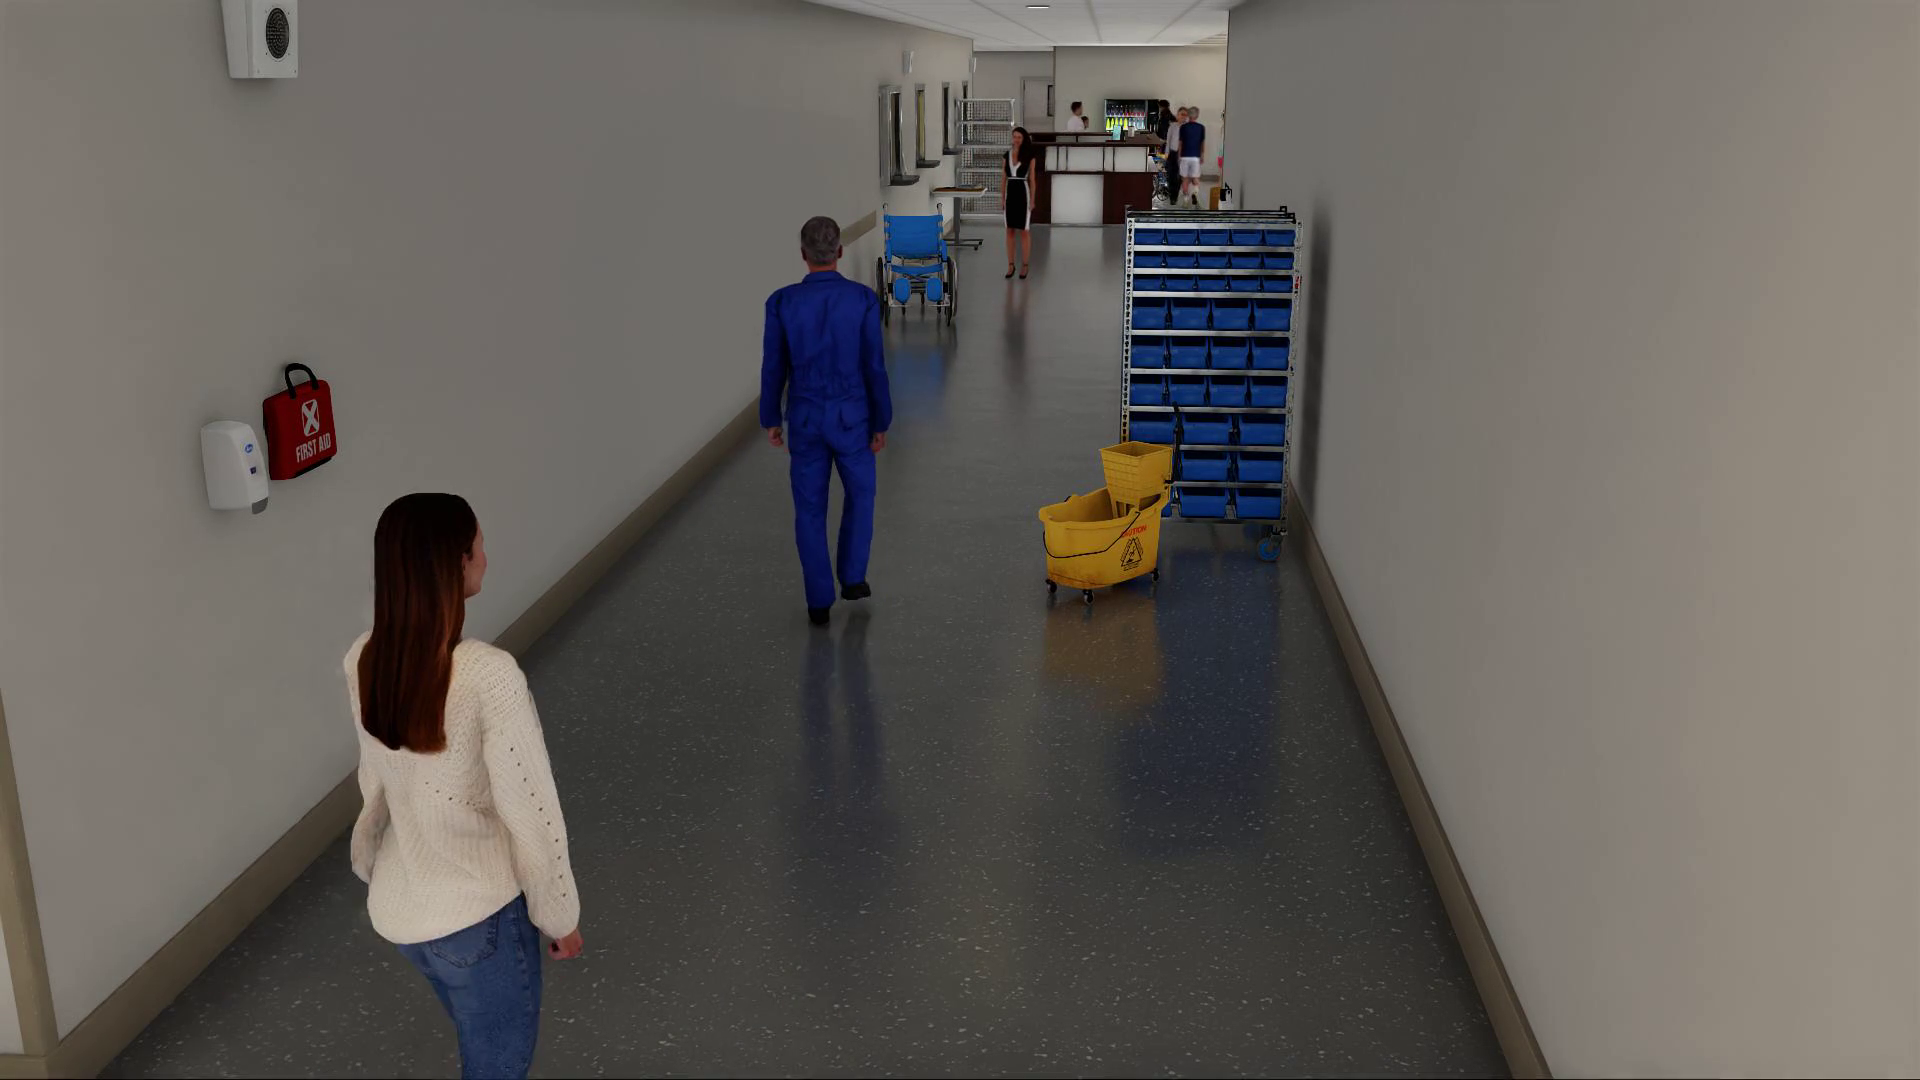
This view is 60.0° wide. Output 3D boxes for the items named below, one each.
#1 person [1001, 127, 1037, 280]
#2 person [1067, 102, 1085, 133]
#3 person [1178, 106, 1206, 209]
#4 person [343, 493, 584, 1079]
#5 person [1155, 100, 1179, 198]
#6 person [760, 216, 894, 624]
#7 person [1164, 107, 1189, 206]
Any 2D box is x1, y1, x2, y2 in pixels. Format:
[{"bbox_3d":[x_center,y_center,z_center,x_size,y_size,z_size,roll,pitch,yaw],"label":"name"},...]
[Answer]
[{"bbox_3d":[0.702,-4.087,20.168,0.542,1.797,0.698,7,17,23],"label":"person"},{"bbox_3d":[2.225,-7.757,33.084,0.819,1.852,0.749,-5,17,-17],"label":"person"},{"bbox_3d":[4.227,-6.986,30.410,0.737,1.820,0.710,1,16,2],"label":"person"},{"bbox_3d":[-1.006,0.757,3.217,1.028,1.671,0.974,10,18,30],"label":"person"},{"bbox_3d":[4.219,-7.832,33.275,1.110,1.892,1.040,10,19,31],"label":"person"},{"bbox_3d":[-0.589,-0.502,7.425,0.645,1.811,0.850,0,16,-2],"label":"person"},{"bbox_3d":[4.095,-7.204,31.239,0.879,1.790,0.795,4,16,14],"label":"person"}]
